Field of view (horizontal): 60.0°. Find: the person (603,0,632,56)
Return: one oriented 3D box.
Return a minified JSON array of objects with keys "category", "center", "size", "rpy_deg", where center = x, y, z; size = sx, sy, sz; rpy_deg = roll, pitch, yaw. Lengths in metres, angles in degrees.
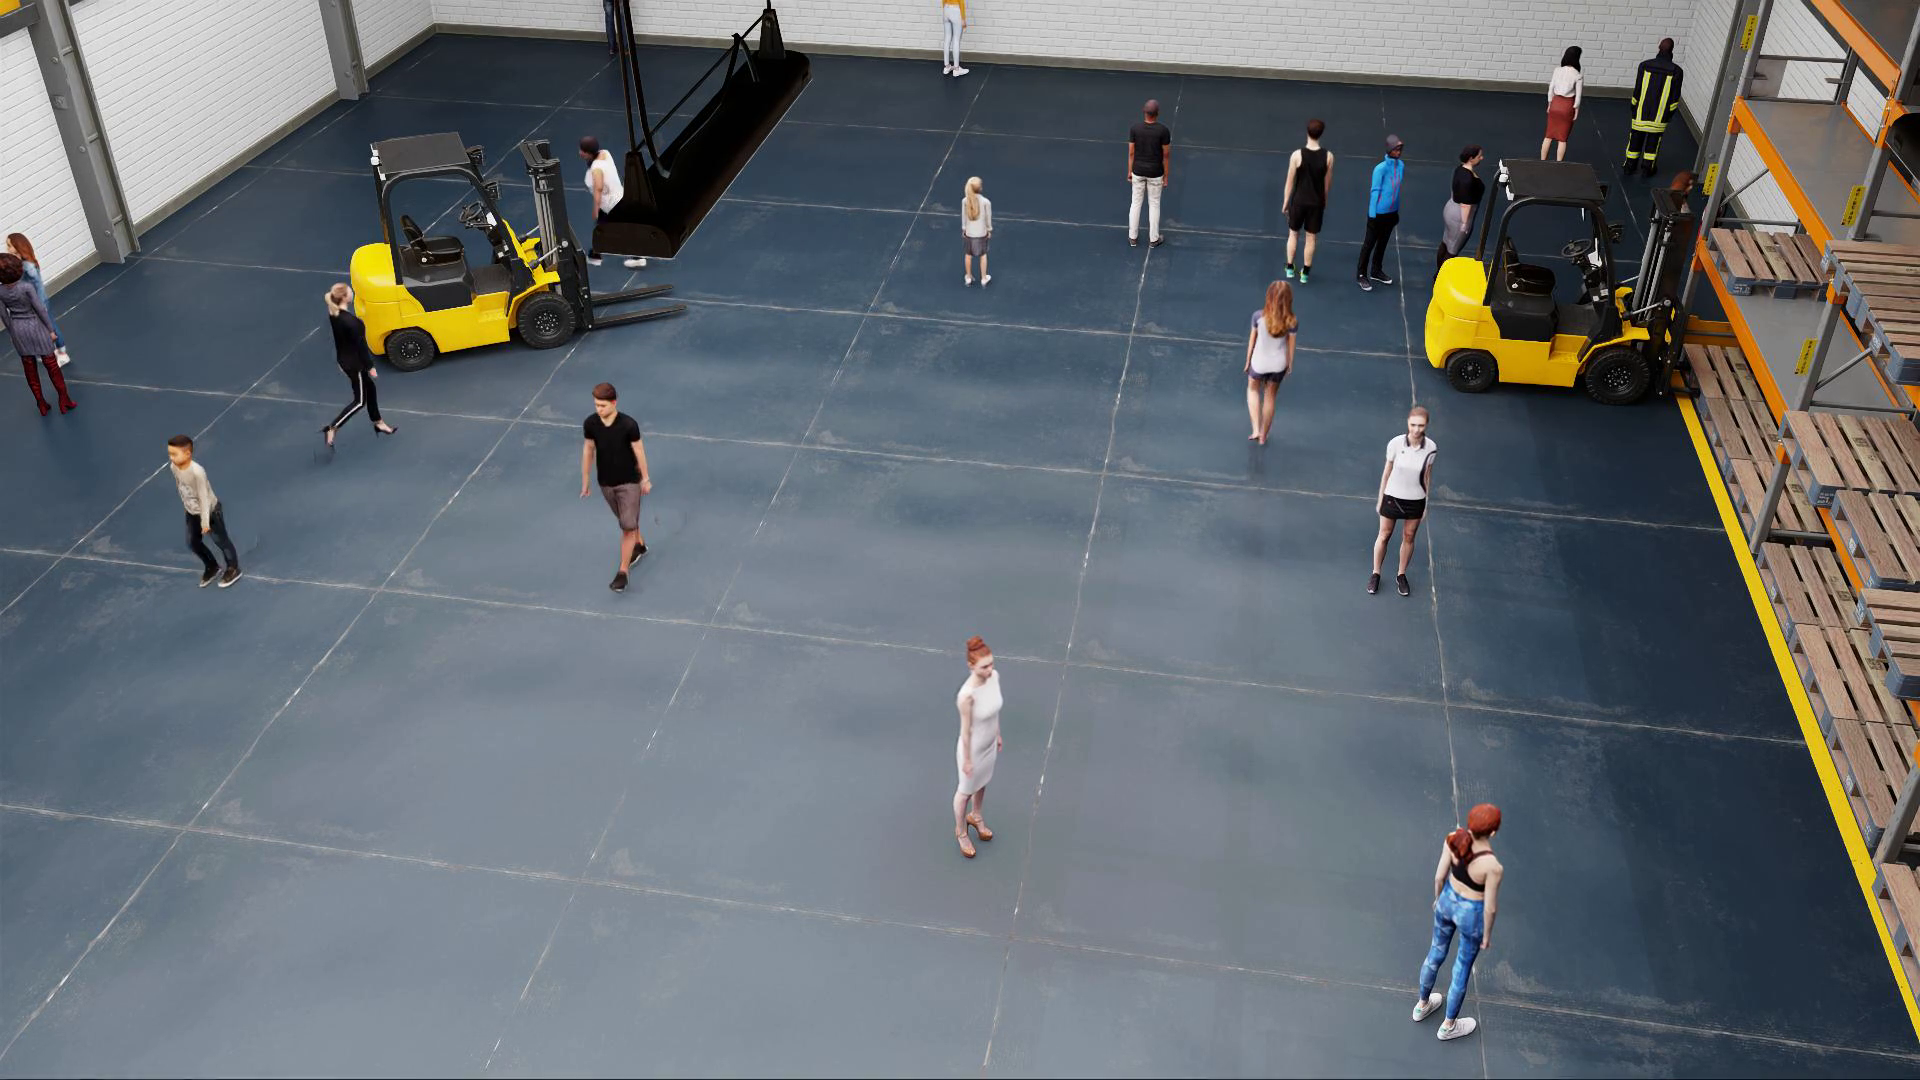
[{"category":"person","center":[-5.492,-8.636,26.297],"size":[0.680,1.853,0.576],"rpy_deg":[9,35,13]}]

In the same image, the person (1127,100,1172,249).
[{"category":"person","center":[2.252,-4.396,19.961],"size":[0.681,1.805,0.612],"rpy_deg":[9,35,13]}]

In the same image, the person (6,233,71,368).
[{"category":"person","center":[-9.691,-2.525,17.444],"size":[0.635,1.476,0.644],"rpy_deg":[24,41,32]}]

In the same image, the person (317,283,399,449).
[{"category":"person","center":[-5.856,-1.608,15.882],"size":[1.084,1.678,0.983],"rpy_deg":[-26,41,-33]}]

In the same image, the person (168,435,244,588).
[{"category":"person","center":[-6.355,-0.283,14.092],"size":[0.616,1.453,0.630],"rpy_deg":[11,35,17]}]

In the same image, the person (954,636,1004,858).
[{"category":"person","center":[0.118,1.398,11.257],"size":[0.706,1.793,0.576],"rpy_deg":[22,40,30]}]

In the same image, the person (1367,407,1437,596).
[{"category":"person","center":[3.707,-0.333,13.897],"size":[0.577,1.752,0.558],"rpy_deg":[4,34,6]}]

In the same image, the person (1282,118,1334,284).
[{"category":"person","center":[4.007,-3.875,19.113],"size":[0.657,1.877,0.624],"rpy_deg":[7,34,10]}]

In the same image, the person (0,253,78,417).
[{"category":"person","center":[-9.227,-2.041,16.504],"size":[0.643,1.711,0.609],"rpy_deg":[-4,34,-5]}]

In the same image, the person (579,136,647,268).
[{"category":"person","center":[-4.028,-3.930,19.415],"size":[0.900,1.635,1.044],"rpy_deg":[1,34,2]}]

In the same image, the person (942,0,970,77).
[{"category":"person","center":[-0.108,-8.009,25.447],"size":[0.690,1.750,0.719],"rpy_deg":[28,43,36]}]

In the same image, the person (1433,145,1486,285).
[{"category":"person","center":[5.648,-3.644,18.872],"size":[0.747,1.758,0.576],"rpy_deg":[2,34,4]}]

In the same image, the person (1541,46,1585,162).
[{"category":"person","center":[7.908,-5.614,21.844],"size":[0.670,1.751,0.687],"rpy_deg":[28,43,35]}]

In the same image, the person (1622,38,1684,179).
[{"category":"person","center":[9.140,-5.719,21.938],"size":[0.836,1.821,0.804],"rpy_deg":[18,38,25]}]

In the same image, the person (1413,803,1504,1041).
[{"category":"person","center":[3.003,2.265,9.960],"size":[0.729,1.784,0.670],"rpy_deg":[-22,40,-30]}]

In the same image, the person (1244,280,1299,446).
[{"category":"person","center":[2.944,-1.634,15.888],"size":[0.608,1.715,0.645],"rpy_deg":[5,34,7]}]

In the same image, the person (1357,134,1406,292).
[{"category":"person","center":[4.833,-3.765,19.022],"size":[0.685,1.794,0.741],"rpy_deg":[-20,39,-28]}]

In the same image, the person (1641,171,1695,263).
[{"category":"person","center":[7.745,-3.252,18.318],"size":[0.683,1.719,0.766],"rpy_deg":[-28,43,-35]}]

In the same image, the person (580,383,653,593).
[{"category":"person","center":[-2.846,-0.557,14.164],"size":[0.782,1.828,1.110],"rpy_deg":[10,35,14]}]

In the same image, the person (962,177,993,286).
[{"category":"person","center":[0.187,-3.580,19.213],"size":[0.502,1.275,0.510],"rpy_deg":[6,34,9]}]
